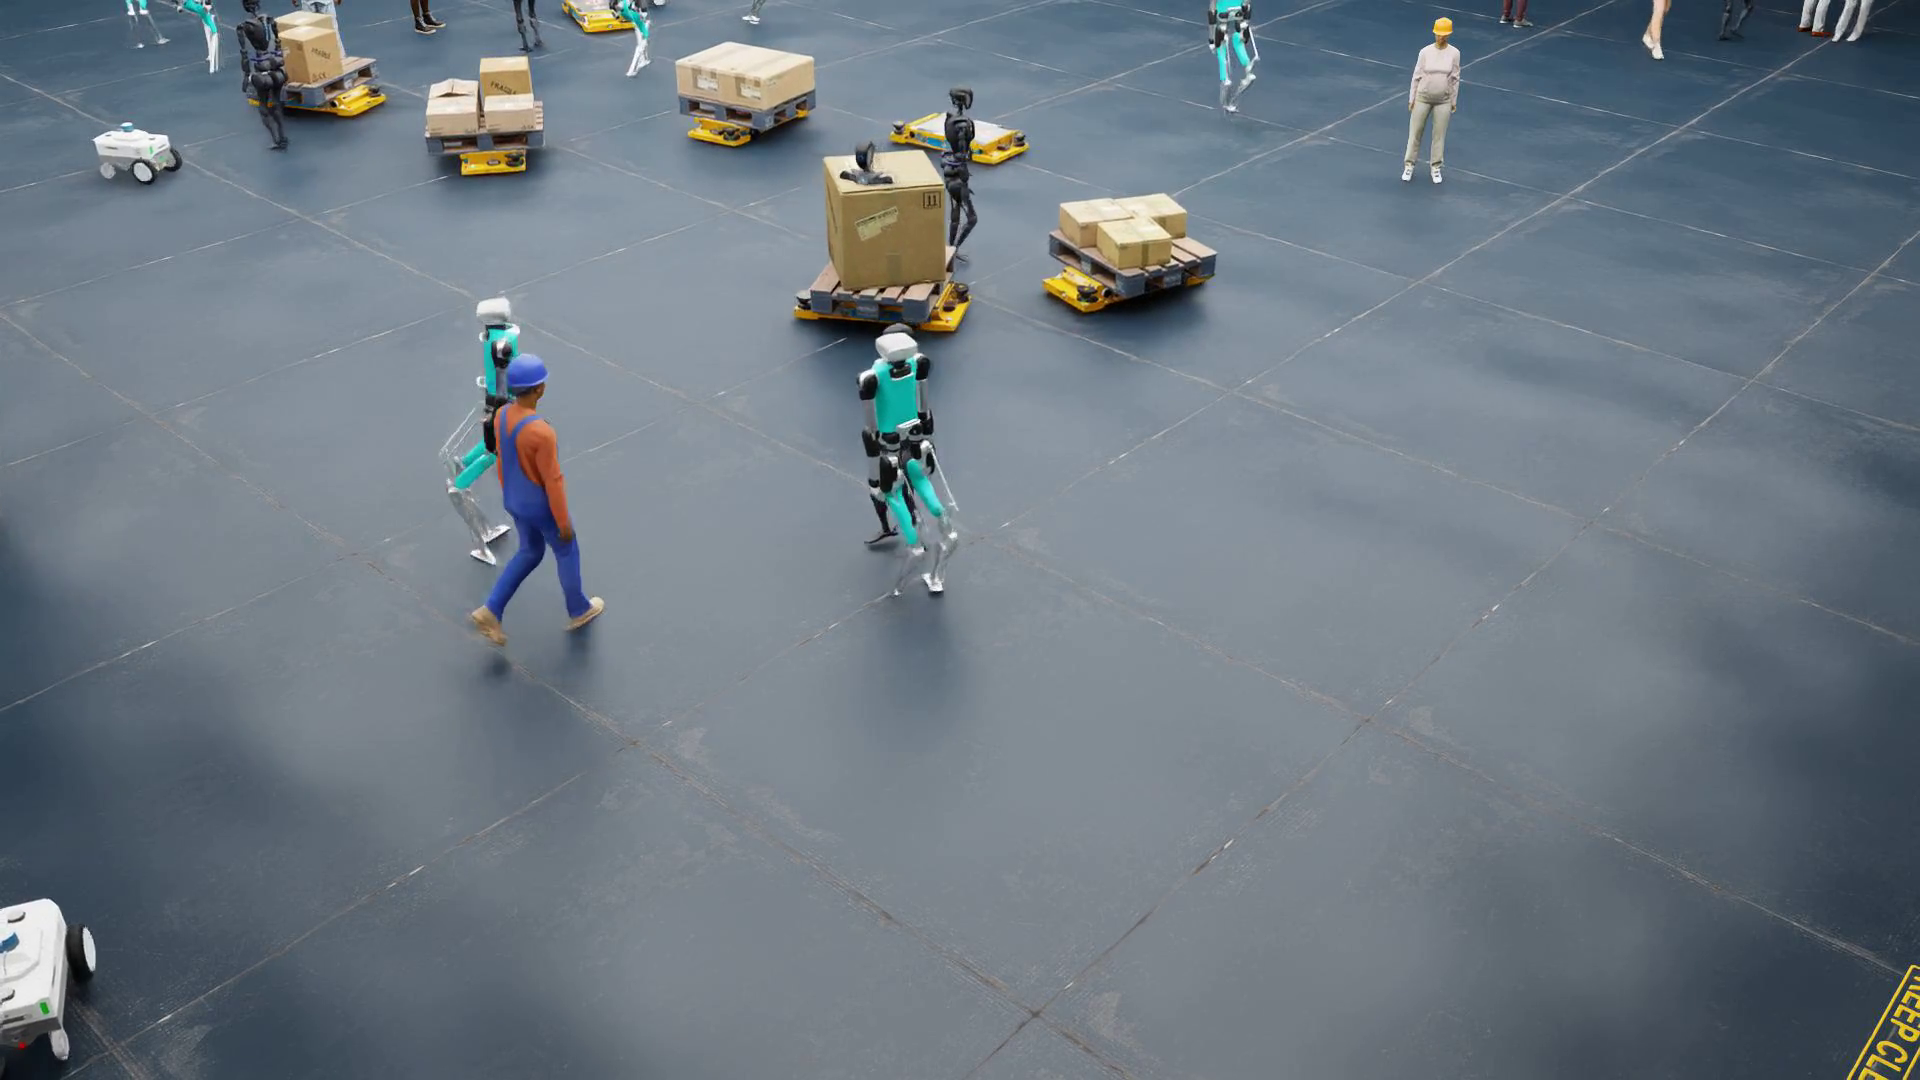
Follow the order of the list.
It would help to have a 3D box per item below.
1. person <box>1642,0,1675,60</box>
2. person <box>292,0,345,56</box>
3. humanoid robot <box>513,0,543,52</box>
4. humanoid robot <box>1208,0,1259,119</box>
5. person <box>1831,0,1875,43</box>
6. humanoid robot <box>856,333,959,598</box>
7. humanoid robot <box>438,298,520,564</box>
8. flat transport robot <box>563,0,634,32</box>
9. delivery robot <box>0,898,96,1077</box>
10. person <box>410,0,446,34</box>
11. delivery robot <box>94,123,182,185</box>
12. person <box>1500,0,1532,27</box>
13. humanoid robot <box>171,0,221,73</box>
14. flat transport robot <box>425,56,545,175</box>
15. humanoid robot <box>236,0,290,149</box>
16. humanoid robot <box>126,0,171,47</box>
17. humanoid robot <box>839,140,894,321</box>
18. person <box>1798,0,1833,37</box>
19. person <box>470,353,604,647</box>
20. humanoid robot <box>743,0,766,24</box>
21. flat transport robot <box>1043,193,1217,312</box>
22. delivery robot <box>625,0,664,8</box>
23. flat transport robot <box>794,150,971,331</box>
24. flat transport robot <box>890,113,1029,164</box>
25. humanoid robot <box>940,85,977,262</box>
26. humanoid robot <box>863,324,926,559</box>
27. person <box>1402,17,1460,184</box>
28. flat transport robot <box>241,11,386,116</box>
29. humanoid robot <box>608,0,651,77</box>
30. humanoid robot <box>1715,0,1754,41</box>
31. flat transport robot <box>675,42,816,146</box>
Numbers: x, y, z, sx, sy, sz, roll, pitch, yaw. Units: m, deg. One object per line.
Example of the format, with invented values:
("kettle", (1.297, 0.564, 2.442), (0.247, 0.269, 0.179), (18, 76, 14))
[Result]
("person", (9.005, -7.116, 21.117), (0.519, 1.837, 0.844), (-4, 32, -6))
("person", (-7.911, -6.704, 20.386), (0.587, 1.920, 0.392), (-7, 32, -11))
("humanoid robot", (-5.620, -7.128, 21.296), (0.589, 1.650, 0.356), (-20, 37, -29))
("humanoid robot", (3.132, -5.604, 18.899), (0.540, 1.897, 0.726), (-11, 34, -17))
("person", (11.741, -7.220, 21.516), (0.638, 1.592, 0.576), (-27, 41, -36))
("humanoid robot", (-0.247, -0.382, 10.381), (0.552, 1.784, 0.728), (-26, 40, -35))
("humanoid robot", (-3.179, -0.714, 10.898), (0.749, 1.754, 0.558), (-7, 33, -11))
("flat transport robot", (-4.976, -7.253, 22.833), (0.659, 0.231, 1.431), (-13, 34, -20))
("delivery robot", (-4.310, 2.005, 7.633), (0.499, 0.571, 0.756), (-11, 34, -18))
("person", (-7.194, -7.743, 22.020), (0.368, 1.962, 0.602), (6, 32, 9))
("delivery robot", (-8.631, -4.056, 17.432), (0.815, 0.614, 0.499), (7, 33, 11))
("person", (7.600, -7.822, 22.294), (0.378, 1.806, 0.545), (-16, 35, -24))
("humanoid robot", (-9.432, -6.732, 20.628), (0.541, 1.806, 0.796), (5, 32, 9))
("flat transport robot", (-5.105, -4.284, 18.052), (0.659, 0.231, 1.431), (-6, 32, -10))
("humanoid robot", (-7.538, -5.085, 18.023), (0.455, 1.655, 0.590), (14, 35, 22))
("humanoid robot", (-10.653, -7.225, 21.395), (0.541, 1.761, 0.780), (-8, 33, -13))
("humanoid robot", (-0.744, -2.572, 13.964), (0.600, 1.637, 0.376), (9, 33, 14))
("person", (11.469, -7.573, 21.871), (0.360, 1.829, 0.514), (-8, 33, -12))
("person", (-2.598, -0.203, 9.963), (0.564, 1.876, 0.785), (22, 38, 31))
("humanoid robot", (-2.840, -7.715, 22.199), (0.839, 1.765, 0.542), (17, 36, 25))
("flat transport robot", (1.518, -2.391, 15.005), (1.431, 0.231, 0.659), (-18, 36, -27))
("delivery robot", (-4.597, -7.822, 23.483), (0.779, 0.598, 0.499), (-11, 33, -17))
("flat transport robot", (-0.664, -2.092, 14.522), (1.431, 0.231, 0.659), (7, 32, 11))
("flat transport robot", (-0.009, -4.424, 18.279), (1.431, 0.231, 0.659), (21, 38, 30))
("humanoid robot", (-0.006, -3.343, 15.208), (0.325, 1.651, 0.584), (-4, 32, -7))
("humanoid robot", (-0.417, -0.615, 10.808), (0.400, 1.657, 0.598), (-17, 36, -25))
("person", (4.857, -4.510, 17.067), (0.482, 1.692, 0.335), (6, 32, 10))
("flat transport robot", (-7.572, -5.233, 19.581), (1.431, 0.231, 0.659), (10, 33, 15))
("humanoid robot", (-3.973, -6.556, 20.308), (0.530, 1.732, 0.918), (12, 34, 18))
("humanoid robot", (10.177, -7.362, 21.685), (0.395, 1.643, 0.610), (-15, 35, -23))
("flat transport robot", (-2.379, -4.779, 18.849), (0.659, 0.231, 1.431), (18, 36, 26))
